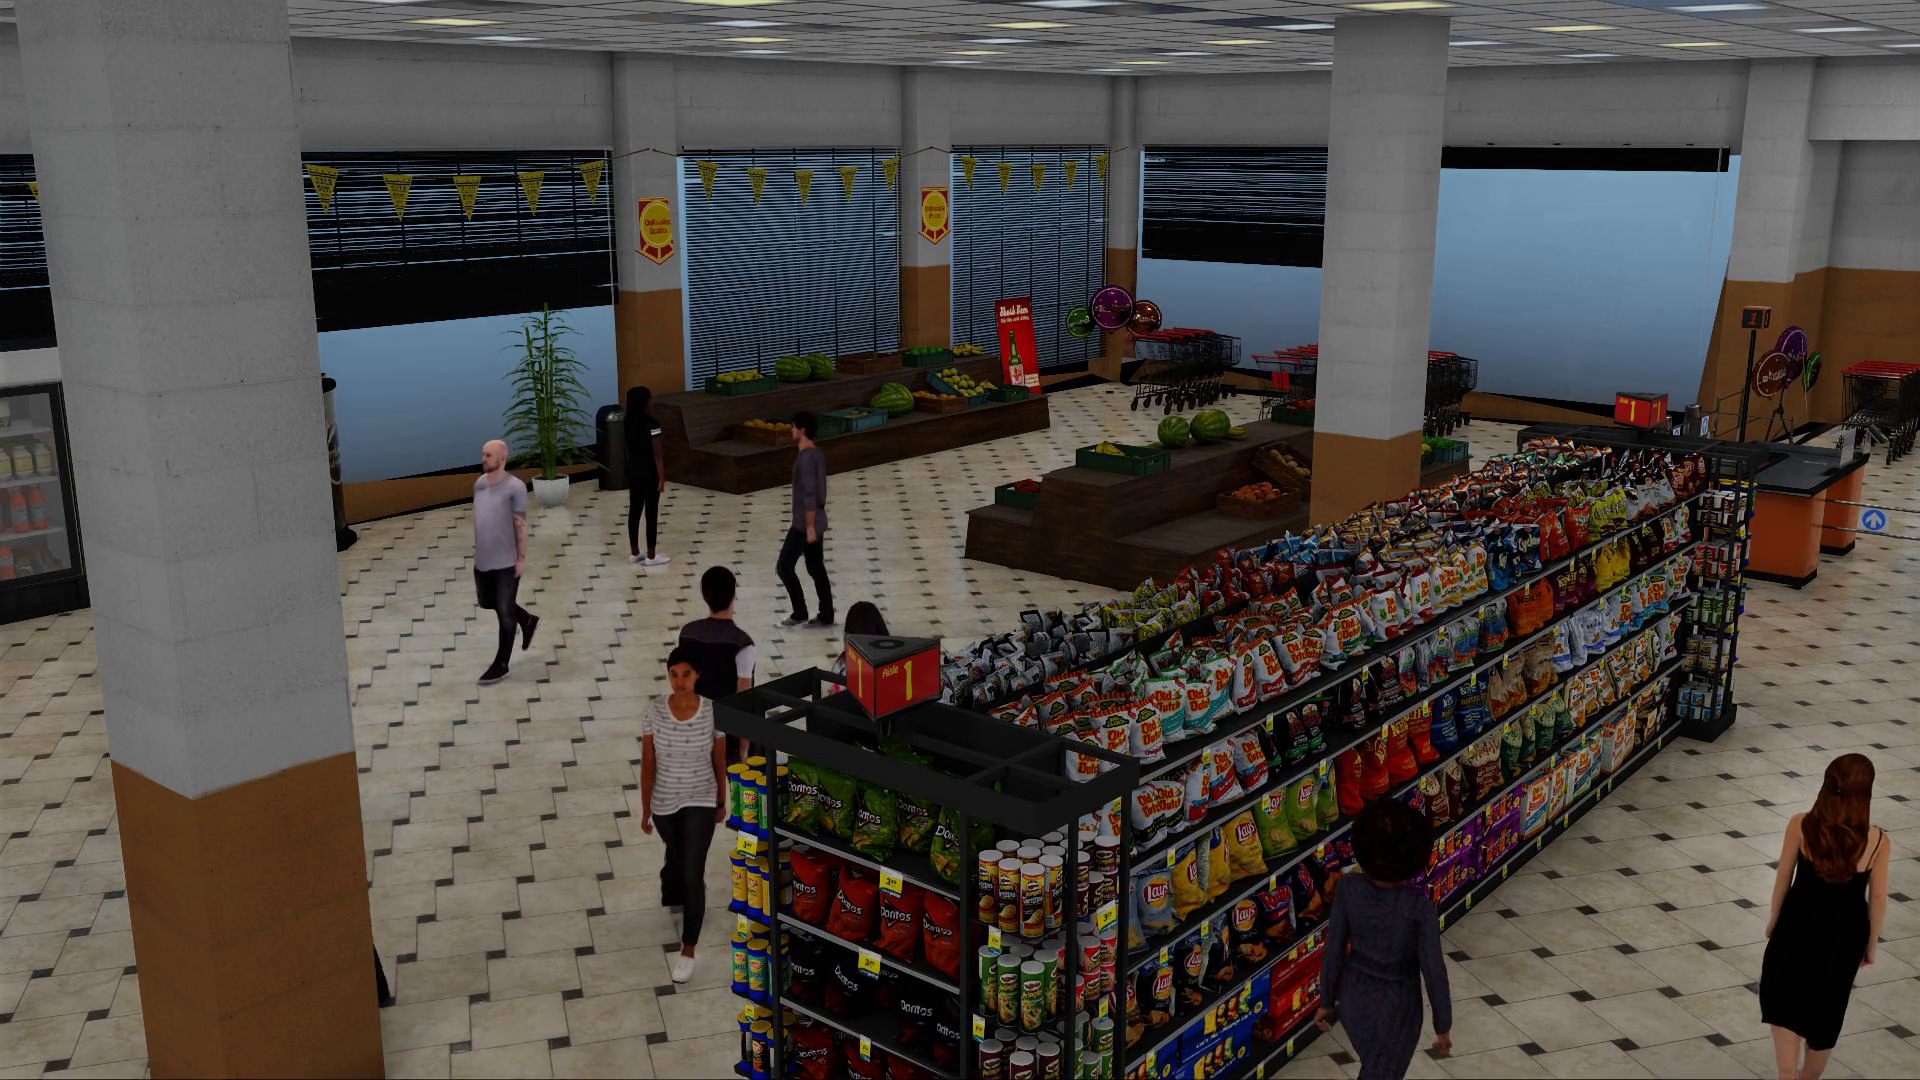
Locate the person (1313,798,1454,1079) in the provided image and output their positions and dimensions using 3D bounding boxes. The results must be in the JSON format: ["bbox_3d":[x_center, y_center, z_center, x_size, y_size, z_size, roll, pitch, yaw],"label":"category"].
[{"bbox_3d":[1.493,1.814,6.103,1.107,1.668,0.665,-13,19,-43],"label":"person"}]

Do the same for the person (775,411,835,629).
[{"bbox_3d":[-1.174,-0.140,13.805,0.921,1.836,0.834,2,14,7],"label":"person"}]

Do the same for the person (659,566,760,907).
[{"bbox_3d":[-1.335,1.085,8.816,0.895,1.807,1.217,5,15,21],"label":"person"}]

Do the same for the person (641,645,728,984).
[{"bbox_3d":[-1.372,1.303,8.351,0.979,1.602,1.191,1,14,6],"label":"person"}]

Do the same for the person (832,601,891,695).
[{"bbox_3d":[-0.459,1.158,9.012,1.024,1.572,1.033,-2,14,-8],"label":"person"}]

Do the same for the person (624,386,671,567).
[{"bbox_3d":[-3.044,-0.625,16.028,0.624,1.731,0.581,8,16,31],"label":"person"}]

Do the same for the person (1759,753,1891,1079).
[{"bbox_3d":[3.538,1.663,6.852,0.721,1.608,0.951,6,15,24],"label":"person"}]

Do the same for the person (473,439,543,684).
[{"bbox_3d":[-3.467,0.128,12.733,0.780,1.819,1.082,8,16,30],"label":"person"}]
